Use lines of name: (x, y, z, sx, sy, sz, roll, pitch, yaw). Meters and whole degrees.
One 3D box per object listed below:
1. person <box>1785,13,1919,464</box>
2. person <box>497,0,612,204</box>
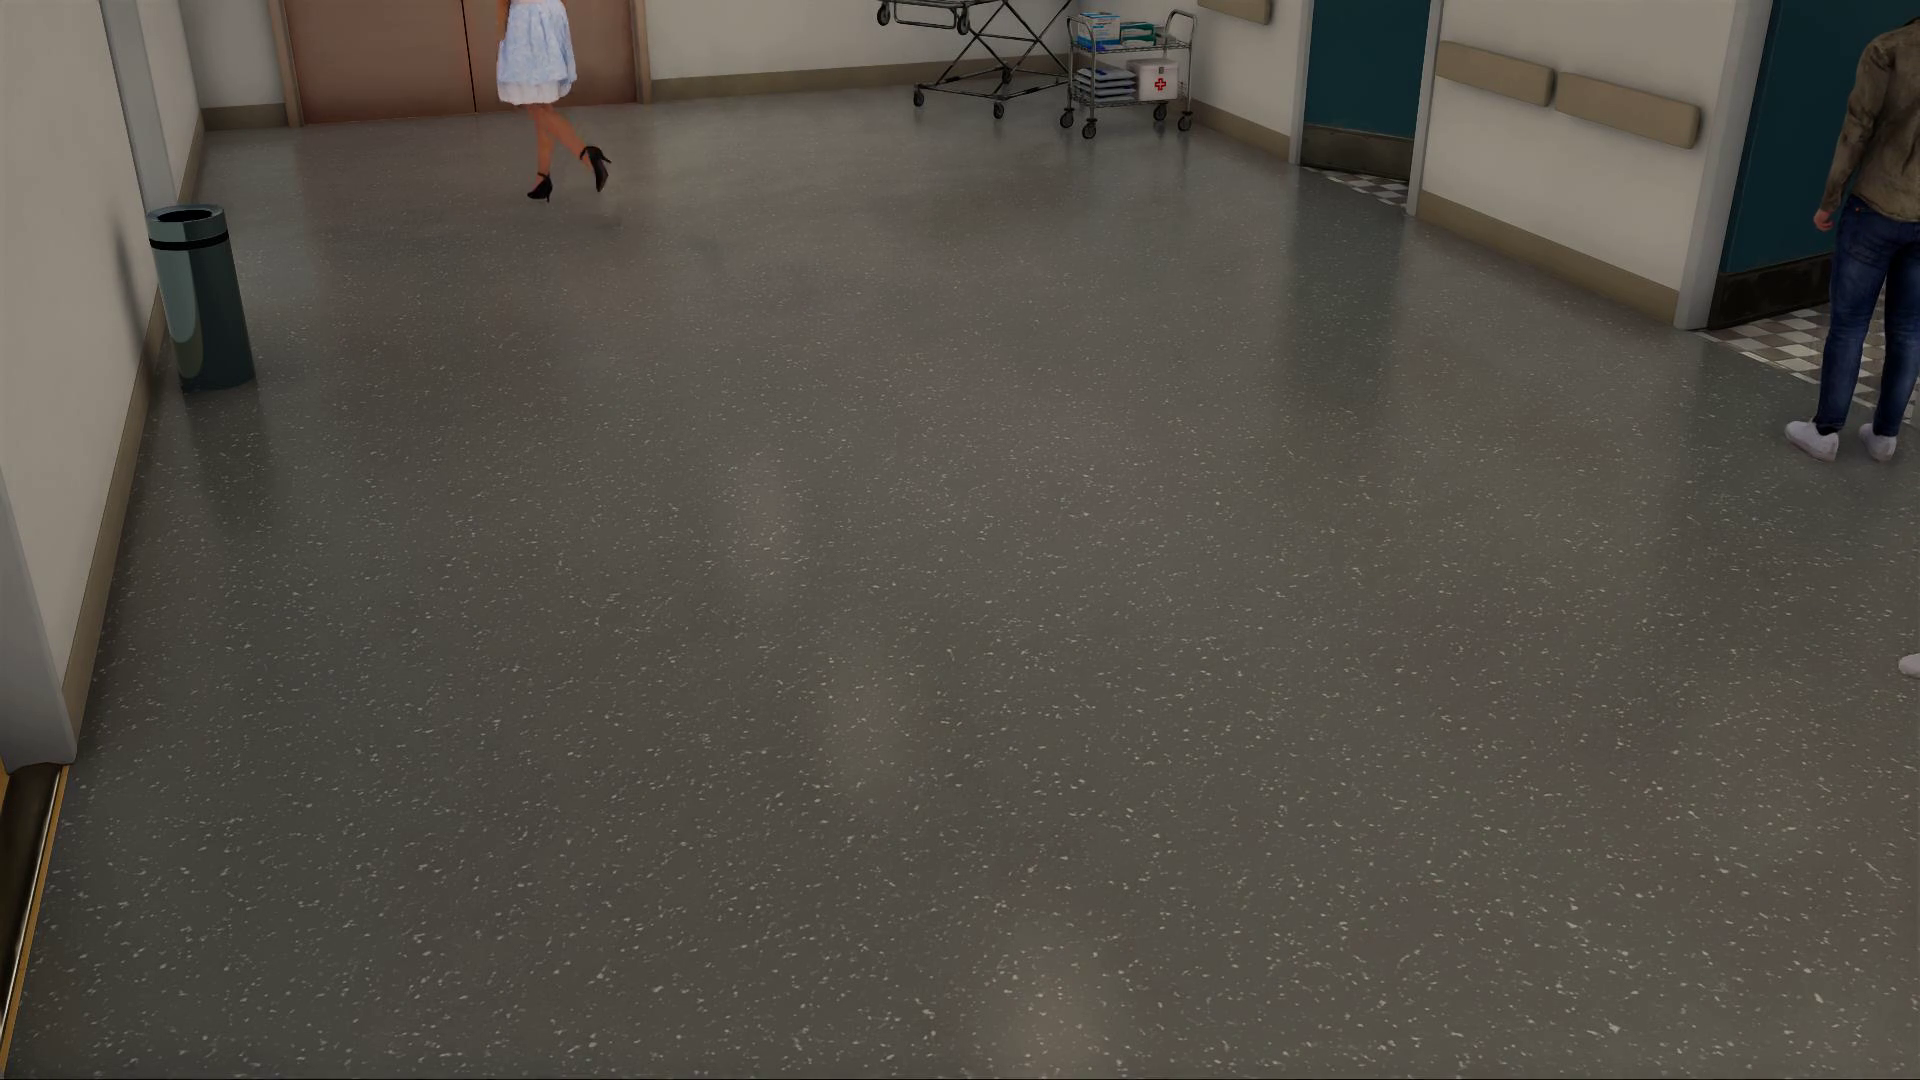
person: (3.358, -1.176, 5.940, 0.782, 1.866, 0.732, 2, 26, 3)
person: (-2.280, -2.709, 9.193, 1.165, 1.801, 0.989, 21, 33, 36)
